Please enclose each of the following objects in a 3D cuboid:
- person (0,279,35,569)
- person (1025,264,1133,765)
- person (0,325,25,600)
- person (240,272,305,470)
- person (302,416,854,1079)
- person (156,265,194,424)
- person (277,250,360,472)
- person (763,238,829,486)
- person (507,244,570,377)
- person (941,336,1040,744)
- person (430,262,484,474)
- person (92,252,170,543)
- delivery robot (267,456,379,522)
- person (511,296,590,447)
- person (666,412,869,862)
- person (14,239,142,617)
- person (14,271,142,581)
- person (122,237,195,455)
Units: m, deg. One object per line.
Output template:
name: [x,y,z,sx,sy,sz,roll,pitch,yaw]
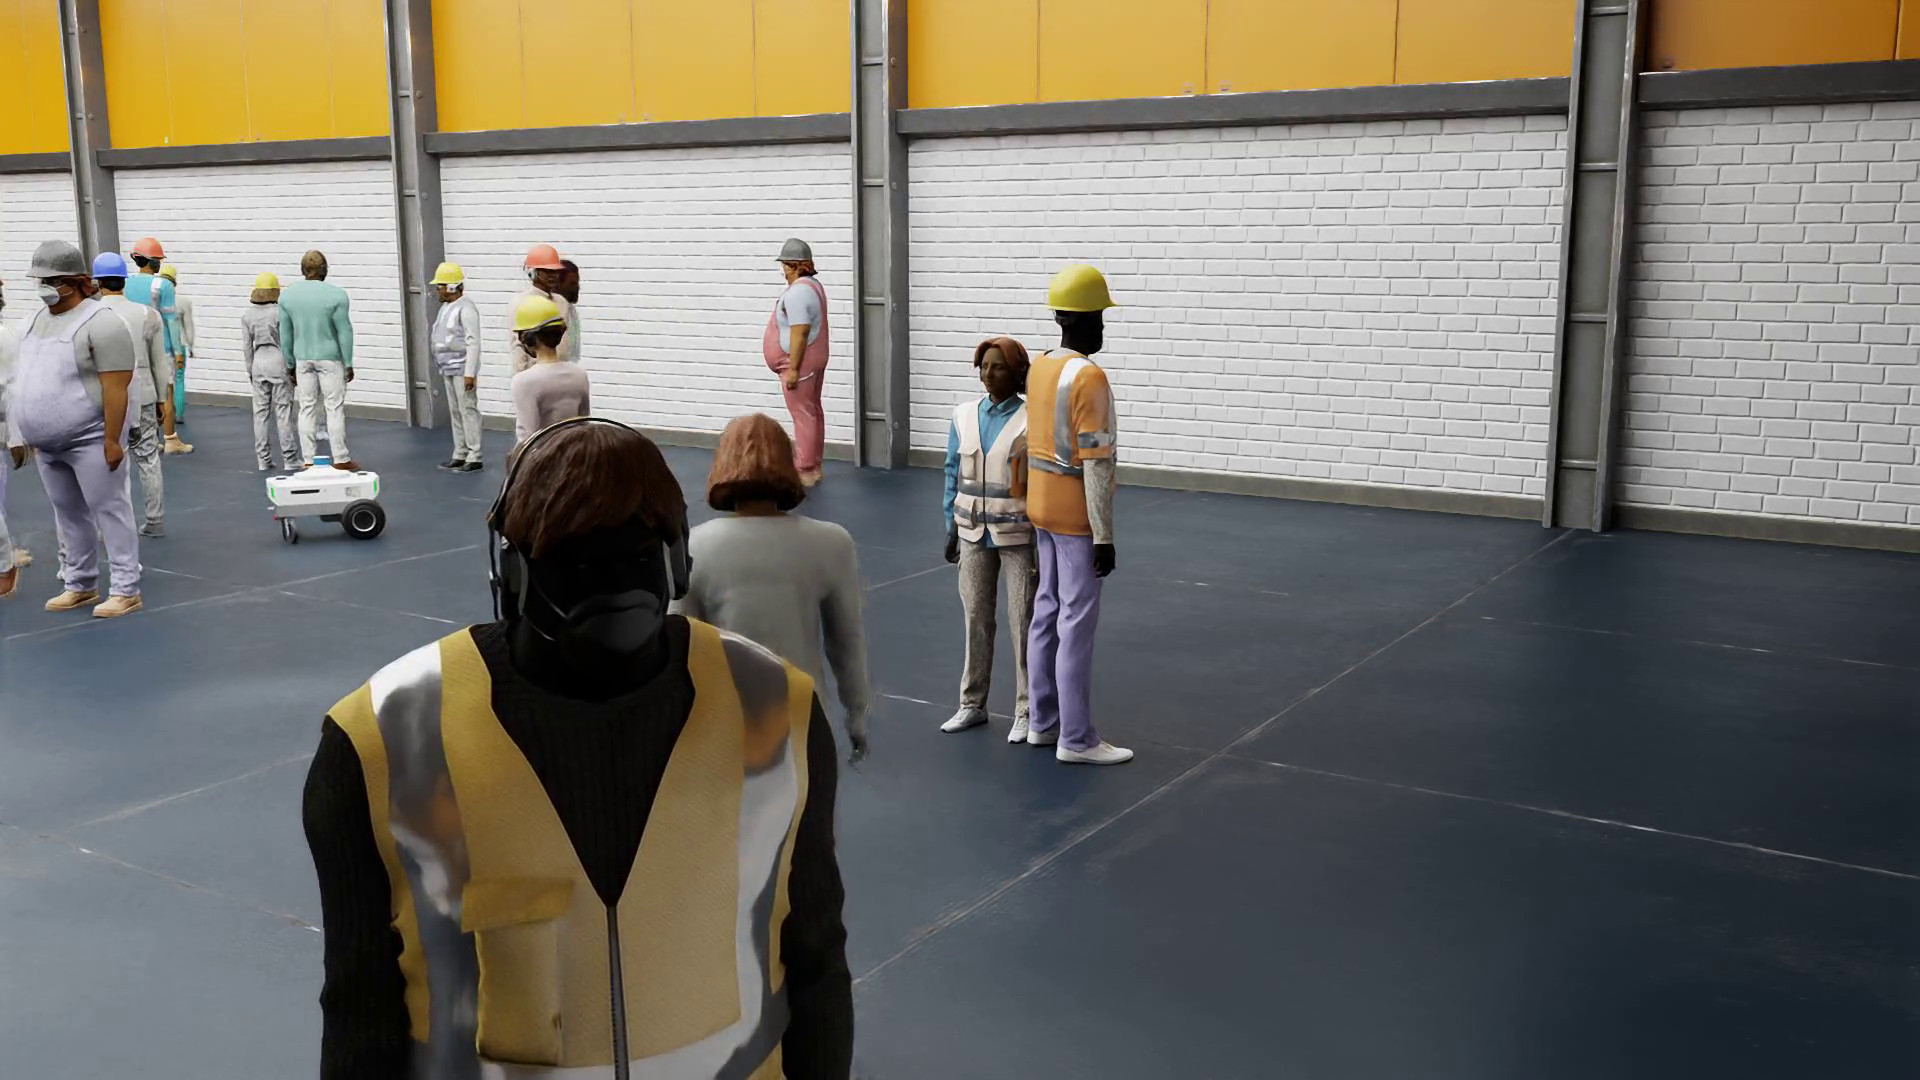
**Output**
person: [-5.978,-0.724,10.218,0.351,1.837,0.511,-8,13,-38]
person: [0.443,-0.093,6.453,0.354,1.929,0.590,-4,11,-22]
person: [-5.500,-0.553,9.171,0.600,1.870,0.431,0,10,2]
person: [-6.060,-1.484,14.679,0.483,1.744,0.303,2,10,9]
person: [-0.418,0.767,1.976,0.619,1.836,0.430,-4,11,-20]
person: [-8.677,-2.131,18.218,0.546,1.750,0.394,-5,11,-25]
person: [-5.558,-1.534,14.416,0.629,1.939,0.372,1,10,4]
person: [-1.359,-1.465,13.747,0.537,2.000,0.675,2,10,10]
person: [-3.036,-1.162,12.195,0.397,1.992,0.623,5,11,25]
person: [0.160,-0.004,6.752,0.512,1.645,0.307,6,12,30]
person: [-4.367,-1.486,14.451,0.404,1.828,0.592,-7,13,-36]
person: [-5.628,-0.945,11.157,0.606,1.942,0.413,-10,14,-43]
delivery robot: [-4.333,-0.329,11.314,0.707,0.478,0.477,-5,11,-23]
person: [-1.938,-0.263,7.854,0.329,1.765,0.533,4,11,23]
person: [-0.494,0.475,4.203,0.537,1.603,0.740,-2,10,-12]
person: [-4.776,-0.597,8.937,0.682,2.000,0.535,5,11,24]
person: [-5.205,-0.699,9.877,0.643,1.909,0.410,-6,12,-30]
person: [-7.584,-1.814,15.675,0.614,2.043,0.374,2,10,13]
